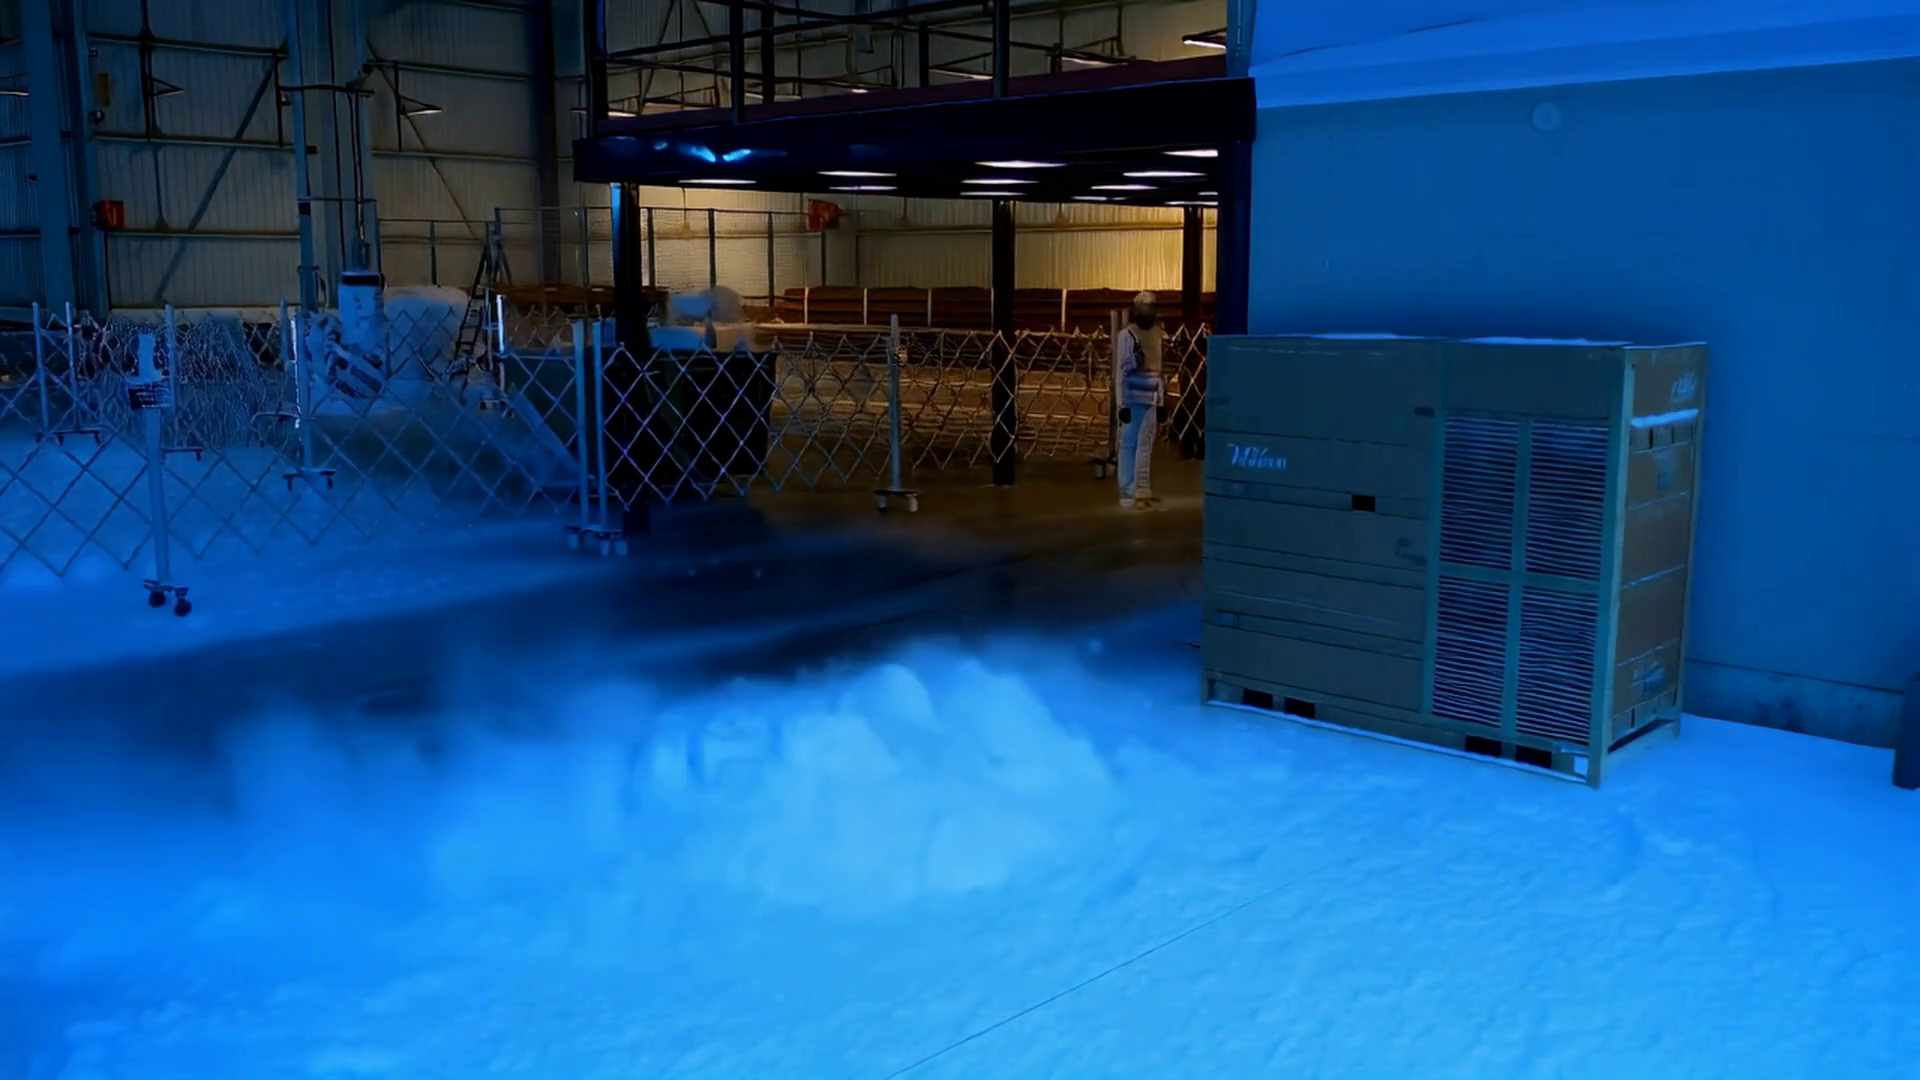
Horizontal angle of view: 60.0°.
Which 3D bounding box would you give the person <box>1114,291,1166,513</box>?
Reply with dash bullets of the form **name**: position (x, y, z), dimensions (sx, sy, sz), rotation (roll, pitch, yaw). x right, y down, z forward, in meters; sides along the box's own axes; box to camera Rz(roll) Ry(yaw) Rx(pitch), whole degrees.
- **person**: position (1.556, -1.182, 14.241), dimensions (0.355, 1.885, 0.574), rotation (9, 13, 43)
